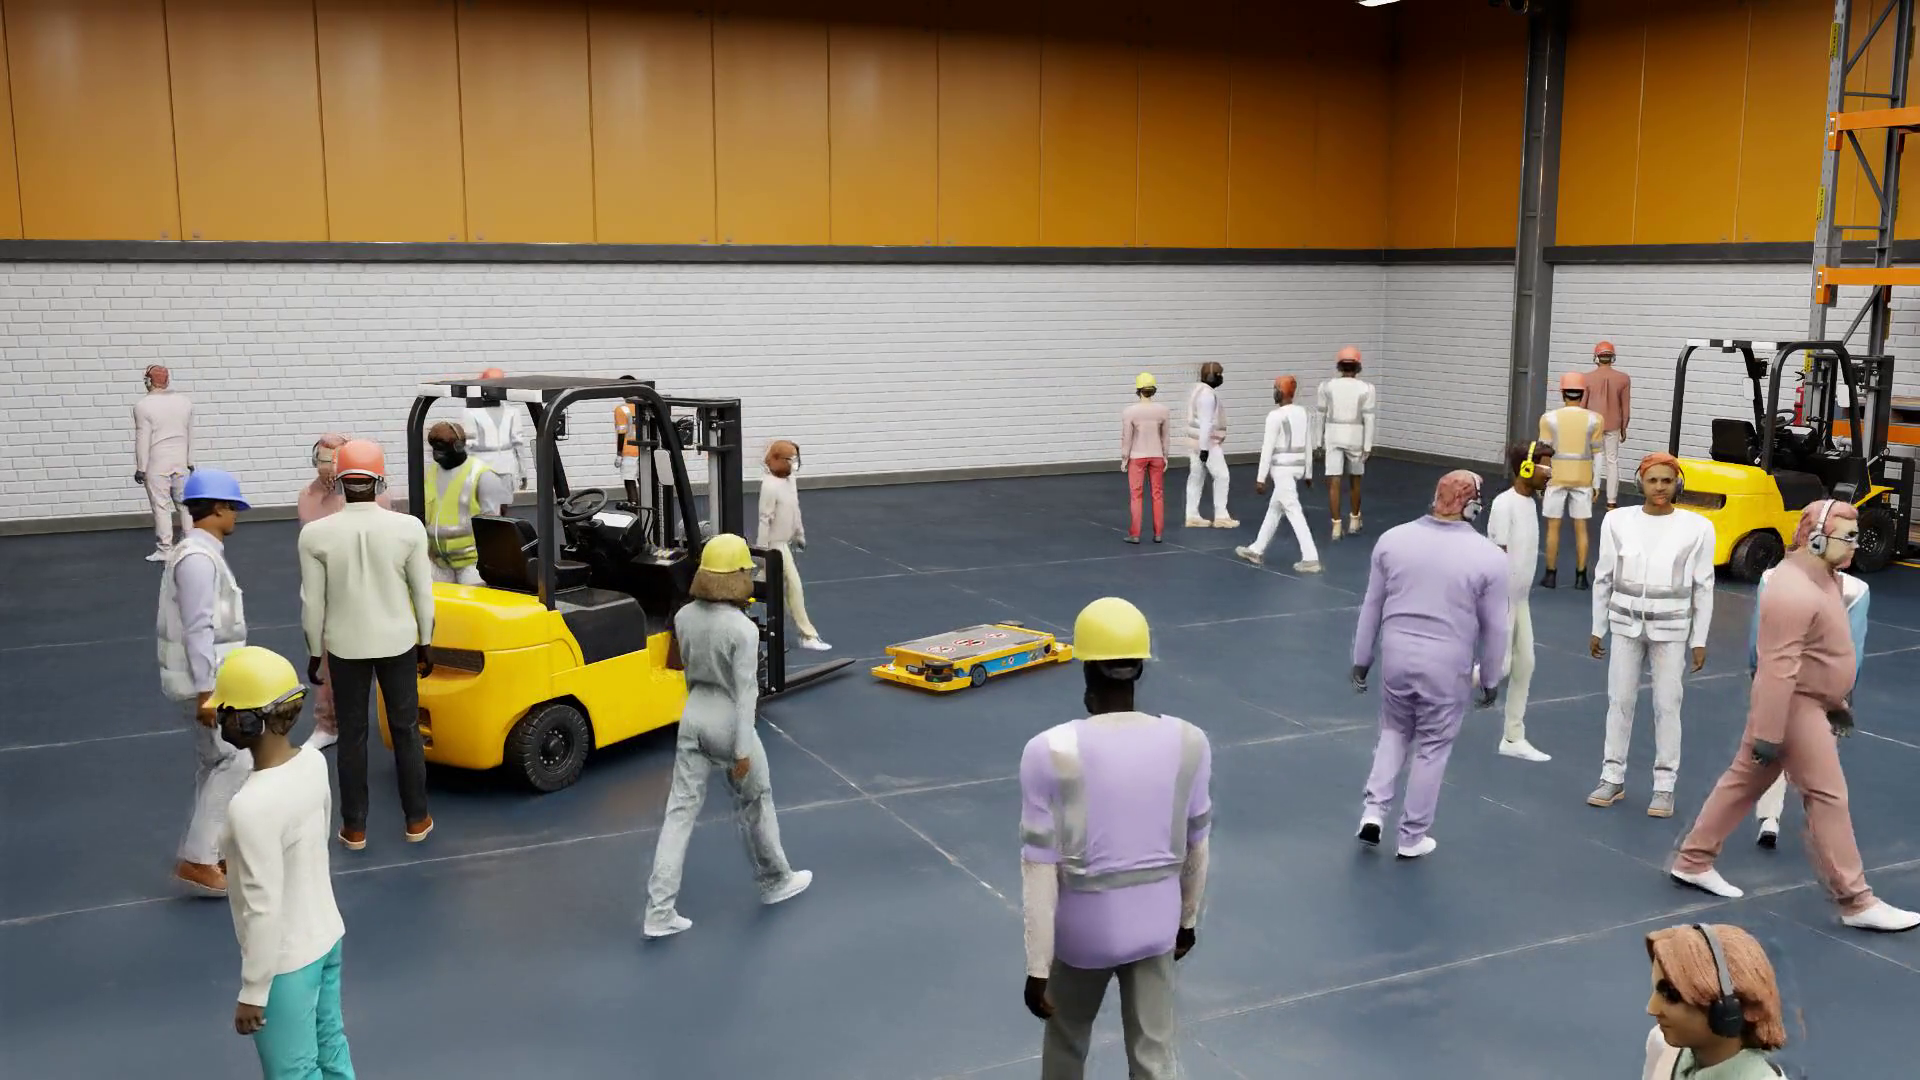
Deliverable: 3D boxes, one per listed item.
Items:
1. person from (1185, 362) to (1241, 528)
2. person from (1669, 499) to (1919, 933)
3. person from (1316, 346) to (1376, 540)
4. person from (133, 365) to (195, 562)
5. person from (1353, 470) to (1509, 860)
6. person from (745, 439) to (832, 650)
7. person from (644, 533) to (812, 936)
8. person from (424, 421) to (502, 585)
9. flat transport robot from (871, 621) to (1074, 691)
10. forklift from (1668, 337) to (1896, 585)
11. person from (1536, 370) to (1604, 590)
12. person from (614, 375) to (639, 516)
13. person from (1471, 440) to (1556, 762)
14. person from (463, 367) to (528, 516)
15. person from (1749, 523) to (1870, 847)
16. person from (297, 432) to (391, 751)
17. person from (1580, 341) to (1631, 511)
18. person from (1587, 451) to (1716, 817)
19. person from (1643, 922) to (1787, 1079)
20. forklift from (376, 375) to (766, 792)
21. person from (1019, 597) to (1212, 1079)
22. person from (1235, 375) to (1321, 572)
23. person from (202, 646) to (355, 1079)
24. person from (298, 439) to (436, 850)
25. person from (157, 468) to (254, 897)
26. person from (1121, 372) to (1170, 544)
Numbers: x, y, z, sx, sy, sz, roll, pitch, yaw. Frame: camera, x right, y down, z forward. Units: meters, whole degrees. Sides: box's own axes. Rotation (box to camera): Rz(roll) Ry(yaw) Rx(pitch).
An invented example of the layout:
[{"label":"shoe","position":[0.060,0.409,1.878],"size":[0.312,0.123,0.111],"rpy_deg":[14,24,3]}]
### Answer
[{"label":"person","position":[2.806,-1.030,18.147],"size":[0.726,1.818,0.661],"rpy_deg":[0,9,0]},{"label":"person","position":[3.604,0.733,7.157],"size":[0.974,1.858,0.630],"rpy_deg":[5,10,27]},{"label":"person","position":[4.087,-1.040,17.624],"size":[0.623,2.000,0.944],"rpy_deg":[3,10,18]},{"label":"person","position":[-7.721,-0.744,16.115],"size":[0.402,1.906,0.652],"rpy_deg":[4,10,26]},{"label":"person","position":[2.229,0.602,7.875],"size":[0.697,1.880,0.402],"rpy_deg":[7,11,37]},{"label":"person","position":[-1.384,0.027,12.333],"size":[0.842,1.580,0.573],"rpy_deg":[2,9,14]},{"label":"person","position":[-1.021,0.810,7.120],"size":[0.489,1.697,0.904],"rpy_deg":[6,11,32]},{"label":"person","position":[-3.267,0.134,10.905],"size":[0.634,1.830,0.429],"rpy_deg":[5,10,26]},{"label":"flat transport robot","position":[0.117,0.795,11.624],"size":[0.652,0.197,1.431],"rpy_deg":[8,12,43]},{"label":"forklift","position":[7.551,-0.789,15.507],"size":[2.313,2.155,1.214],"rpy_deg":[-4,10,-25]},{"label":"person","position":[5.372,-0.528,14.686],"size":[0.551,1.932,0.378],"rpy_deg":[2,9,14]},{"label":"person","position":[-3.521,-0.925,17.875],"size":[0.322,1.699,0.536],"rpy_deg":[5,10,26]},{"label":"person","position":[3.105,0.337,9.620],"size":[0.683,1.844,0.552],"rpy_deg":[8,12,41]},{"label":"person","position":[-4.279,-0.637,15.400],"size":[0.580,1.919,0.532],"rpy_deg":[-7,12,-39]},{"label":"person","position":[4.127,0.690,8.141],"size":[0.514,1.605,0.793],"rpy_deg":[5,10,27]},{"label":"person","position":[-3.603,0.283,9.831],"size":[0.661,1.876,0.720],"rpy_deg":[4,10,21]},{"label":"person","position":[7.507,-1.327,19.459],"size":[0.608,1.995,0.376],"rpy_deg":[1,9,8]},{"label":"person","position":[3.555,0.481,8.590],"size":[0.585,1.881,0.344],"rpy_deg":[7,11,36]},{"label":"person","position":[1.532,1.495,3.175],"size":[0.744,1.602,0.552],"rpy_deg":[-1,9,-3]},{"label":"forklift","position":[-2.268,0.149,9.685],"size":[1.214,2.155,2.313],"rpy_deg":[6,11,32]},{"label":"person","position":[0.430,1.090,4.834],"size":[0.617,1.870,1.000],"rpy_deg":[-3,10,-16]},{"label":"person","position":[3.031,-0.630,15.644],"size":[0.598,1.828,1.014],"rpy_deg":[-9,13,-44]},{"label":"person","position":[-1.921,1.167,4.693],"size":[0.327,1.767,0.533],"rpy_deg":[0,9,-1]},{"label":"person","position":[-2.863,0.506,8.082],"size":[0.611,1.996,0.379],"rpy_deg":[-3,10,-20]},{"label":"person","position":[-3.378,0.646,7.511],"size":[0.429,1.922,0.644],"rpy_deg":[-4,10,-21]},{"label":"person","position":[1.904,-0.836,17.115],"size":[0.525,1.772,0.309],"rpy_deg":[-2,9,-13]}]
